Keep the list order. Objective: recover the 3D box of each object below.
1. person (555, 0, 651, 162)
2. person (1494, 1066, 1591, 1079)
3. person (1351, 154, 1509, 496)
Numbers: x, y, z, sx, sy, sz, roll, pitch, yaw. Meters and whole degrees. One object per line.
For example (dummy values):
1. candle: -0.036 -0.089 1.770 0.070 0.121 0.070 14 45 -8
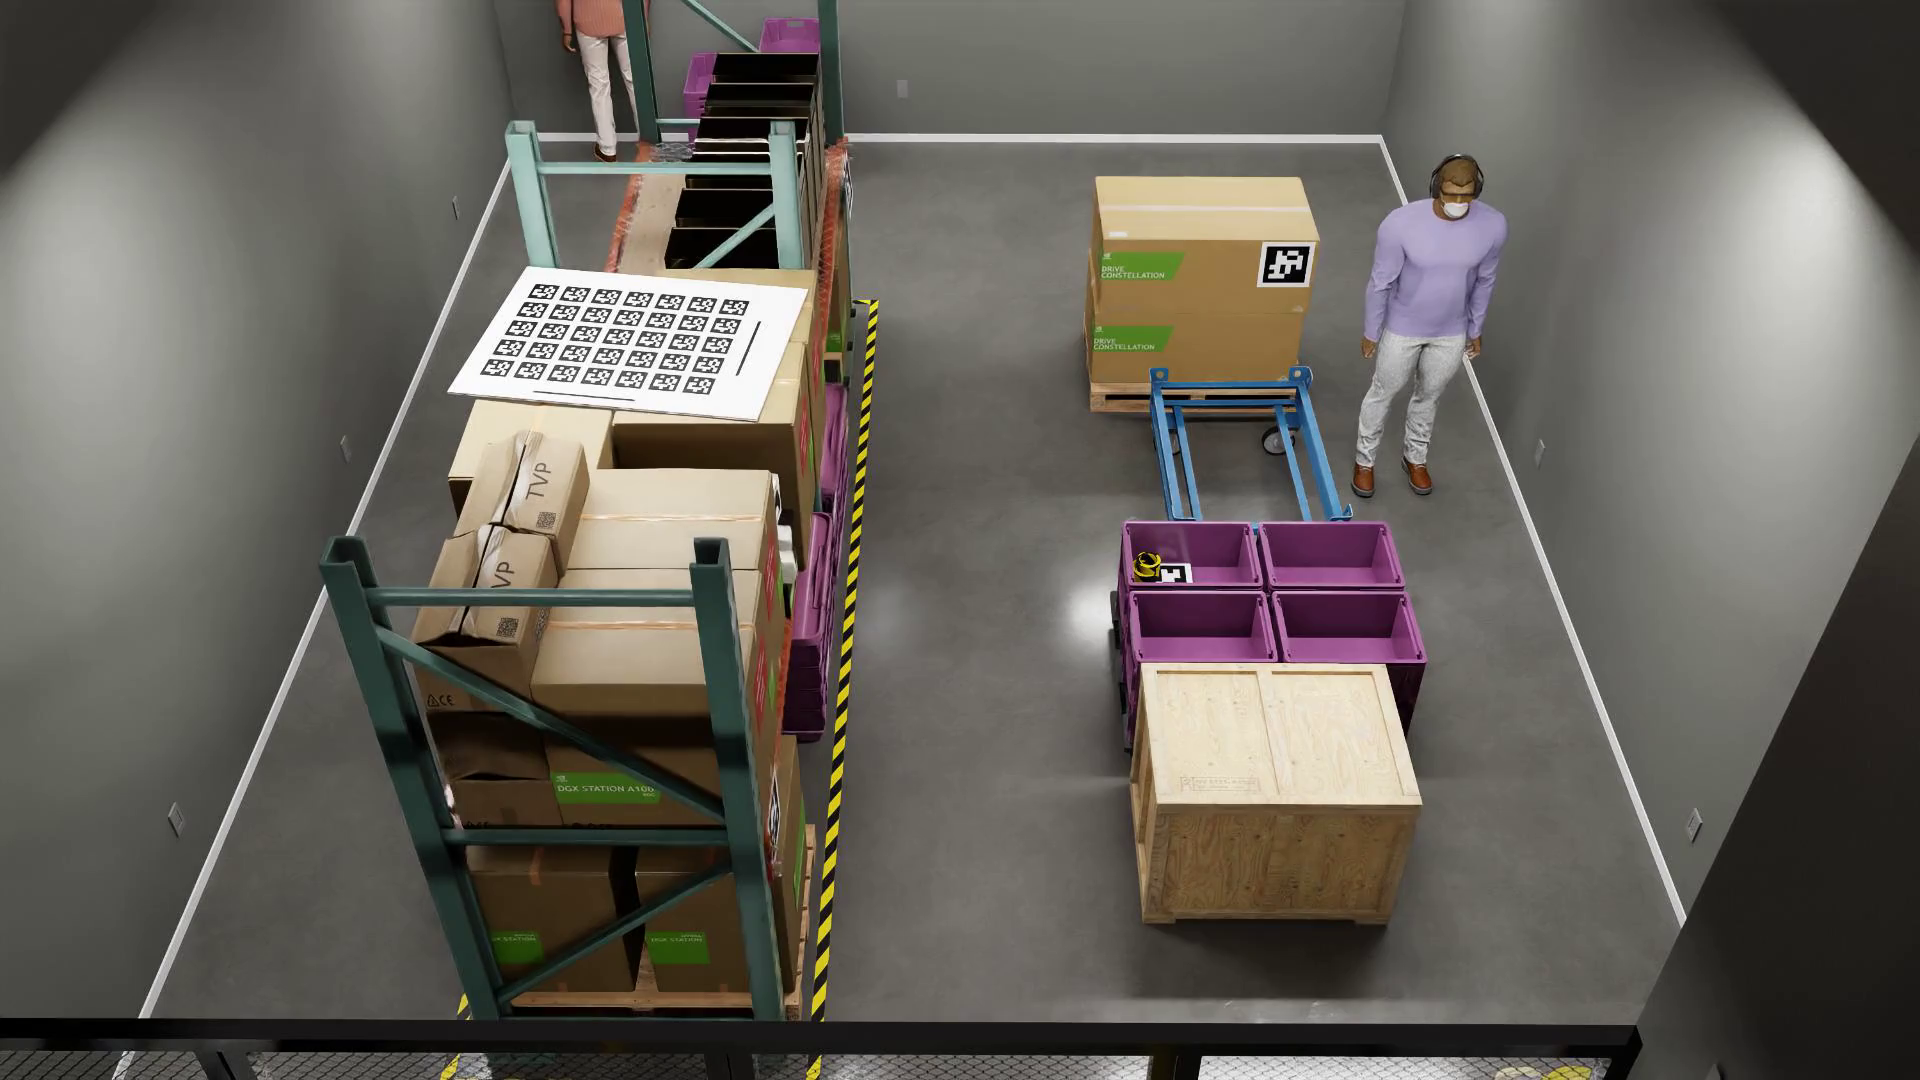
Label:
1. person: -2.351 -3.439 10.993 0.617 1.993 0.396 -15 43 -17
2. person: 1.607 2.073 4.829 0.404 1.831 0.600 5 41 5
3. person: 2.320 -1.057 8.318 0.637 1.938 0.357 -2 41 -2
